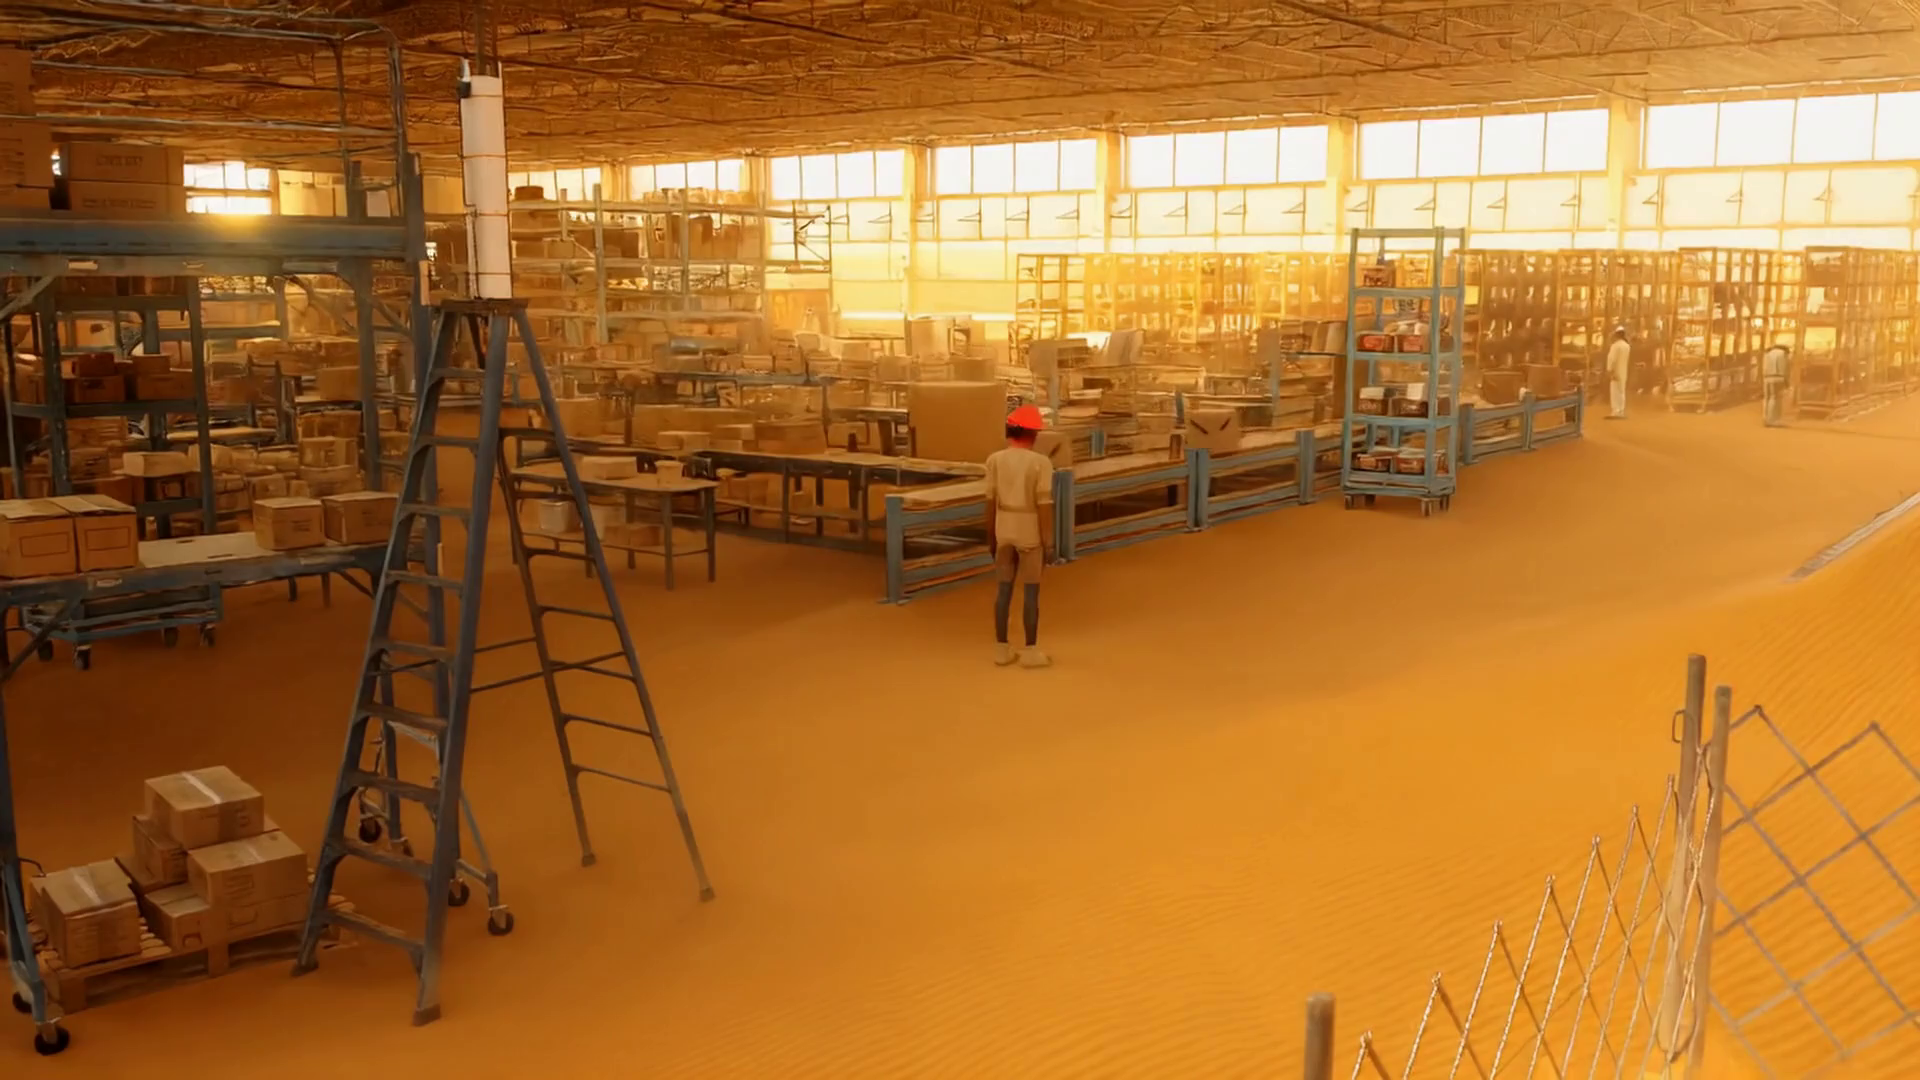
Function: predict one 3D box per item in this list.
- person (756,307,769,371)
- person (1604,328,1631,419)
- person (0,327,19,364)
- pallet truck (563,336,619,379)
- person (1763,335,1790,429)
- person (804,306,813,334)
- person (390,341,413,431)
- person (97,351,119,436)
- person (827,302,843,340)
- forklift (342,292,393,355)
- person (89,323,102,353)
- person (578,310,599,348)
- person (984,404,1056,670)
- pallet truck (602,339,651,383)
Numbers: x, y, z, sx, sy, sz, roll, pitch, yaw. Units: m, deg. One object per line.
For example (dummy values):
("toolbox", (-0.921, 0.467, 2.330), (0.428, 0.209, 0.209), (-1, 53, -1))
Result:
("person", (-6.127, -6.216, 51.579), (0.376, 1.997, 0.612), (2, 9, 12))
("person", (13.701, -3.468, 34.716), (0.404, 1.903, 0.652), (8, 12, 42))
("person", (-22.483, -4.137, 39.030), (0.669, 1.850, 0.980), (-7, 12, -38))
("pallet truck", (-10.690, -5.294, 48.215), (1.601, 1.201, 0.680), (-5, 10, -26))
("person", (16.048, -3.102, 32.649), (0.404, 1.830, 0.601), (-3, 10, -18))
("person", (-6.027, -8.373, 65.758), (0.329, 1.767, 0.528), (-7, 12, -38))
("person", (-10.740, -2.955, 31.994), (0.386, 1.752, 0.542), (-2, 9, -12))
("person", (-15.116, -2.485, 29.301), (0.547, 1.667, 0.742), (7, 12, 38))
("person", (-4.758, -8.112, 63.563), (0.614, 1.945, 0.403), (-3, 9, -15))
("forklift", (-16.485, -5.622, 45.120), (1.129, 2.768, 1.873), (7, 11, 37))
("person", (-25.112, -5.475, 48.119), (0.523, 1.608, 0.669), (8, 12, 41))
("person", (-11.312, -6.049, 50.715), (0.635, 1.938, 0.359), (-1, 9, -8))
("person", (0.483, -0.026, 12.801), (0.615, 2.041, 0.392), (6, 11, 34))
("pallet truck", (-8.991, -4.871, 45.351), (0.653, 1.274, 1.630), (7, 11, 37))
